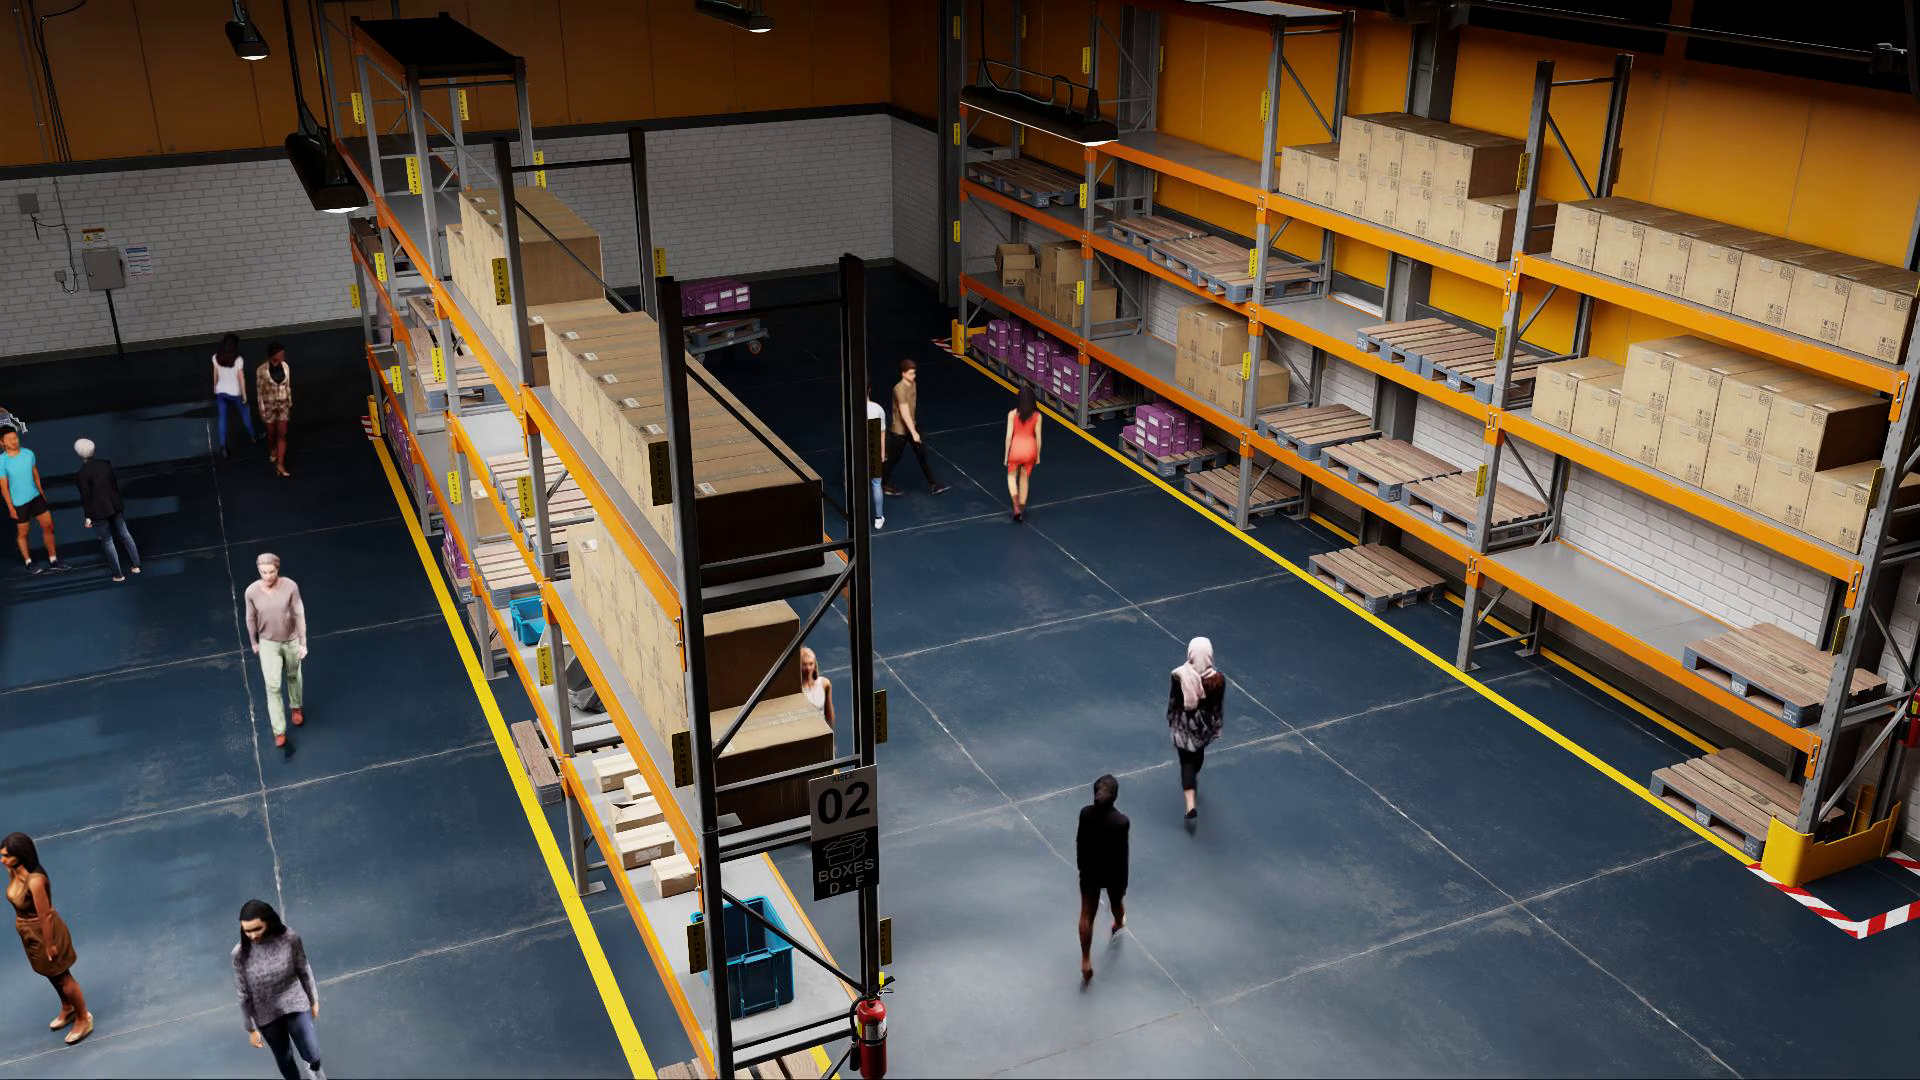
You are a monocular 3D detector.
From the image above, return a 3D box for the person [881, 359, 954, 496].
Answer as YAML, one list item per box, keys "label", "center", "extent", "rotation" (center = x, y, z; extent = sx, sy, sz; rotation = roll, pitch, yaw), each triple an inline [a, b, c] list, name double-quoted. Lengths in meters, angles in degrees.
- label: "person"
  center: [-0.778, -1.372, 20.793]
  extent: [1.254, 1.799, 1.127]
  rotation: [10, 26, 22]

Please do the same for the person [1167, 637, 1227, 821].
- label: "person"
  center: [2.008, 1.625, 14.187]
  extent: [0.944, 1.600, 1.205]
  rotation: [0, 24, -1]

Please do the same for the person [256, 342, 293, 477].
- label: "person"
  center: [-8.921, -1.705, 21.624]
  extent: [0.764, 1.744, 1.004]
  rotation: [-13, 27, -28]

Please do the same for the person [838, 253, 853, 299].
- label: "person"
  center: [-1.794, -3.976, 27.206]
  extent: [0.603, 1.435, 0.912]
  rotation: [-8, 25, -17]

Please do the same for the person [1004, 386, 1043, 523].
- label: "person"
  center: [0.762, -0.991, 20.040]
  extent: [0.717, 1.705, 0.739]
  rotation: [-2, 24, -5]

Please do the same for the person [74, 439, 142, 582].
- label: "person"
  center: [-9.544, -0.336, 18.669]
  extent: [0.792, 1.784, 0.841]
  rotation: [11, 26, 24]

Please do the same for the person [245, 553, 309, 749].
- label: "person"
  center: [-6.320, 0.931, 15.489]
  extent: [0.679, 1.827, 1.160]
  rotation: [-9, 25, -20]

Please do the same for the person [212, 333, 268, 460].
- label: "person"
  center: [-9.738, -1.867, 22.144]
  extent: [1.028, 1.625, 1.172]
  rotation: [0, 24, 0]

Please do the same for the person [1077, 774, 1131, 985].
- label: "person"
  center: [1.023, 2.513, 12.165]
  extent: [1.012, 1.592, 1.088]
  rotation: [8, 25, 17]

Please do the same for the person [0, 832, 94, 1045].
- label: "person"
  center: [-6.351, 2.742, 11.526]
  extent: [0.585, 1.683, 0.697]
  rotation: [17, 29, 34]

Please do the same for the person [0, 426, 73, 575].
- label: "person"
  center: [-10.601, -0.450, 18.733]
  extent: [0.940, 1.761, 0.871]
  rotation: [12, 26, 26]

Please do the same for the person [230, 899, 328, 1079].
- label: "person"
  center: [-4.459, 3.019, 10.860]
  extent: [0.607, 1.710, 0.617]
  rotation: [-12, 26, -26]
